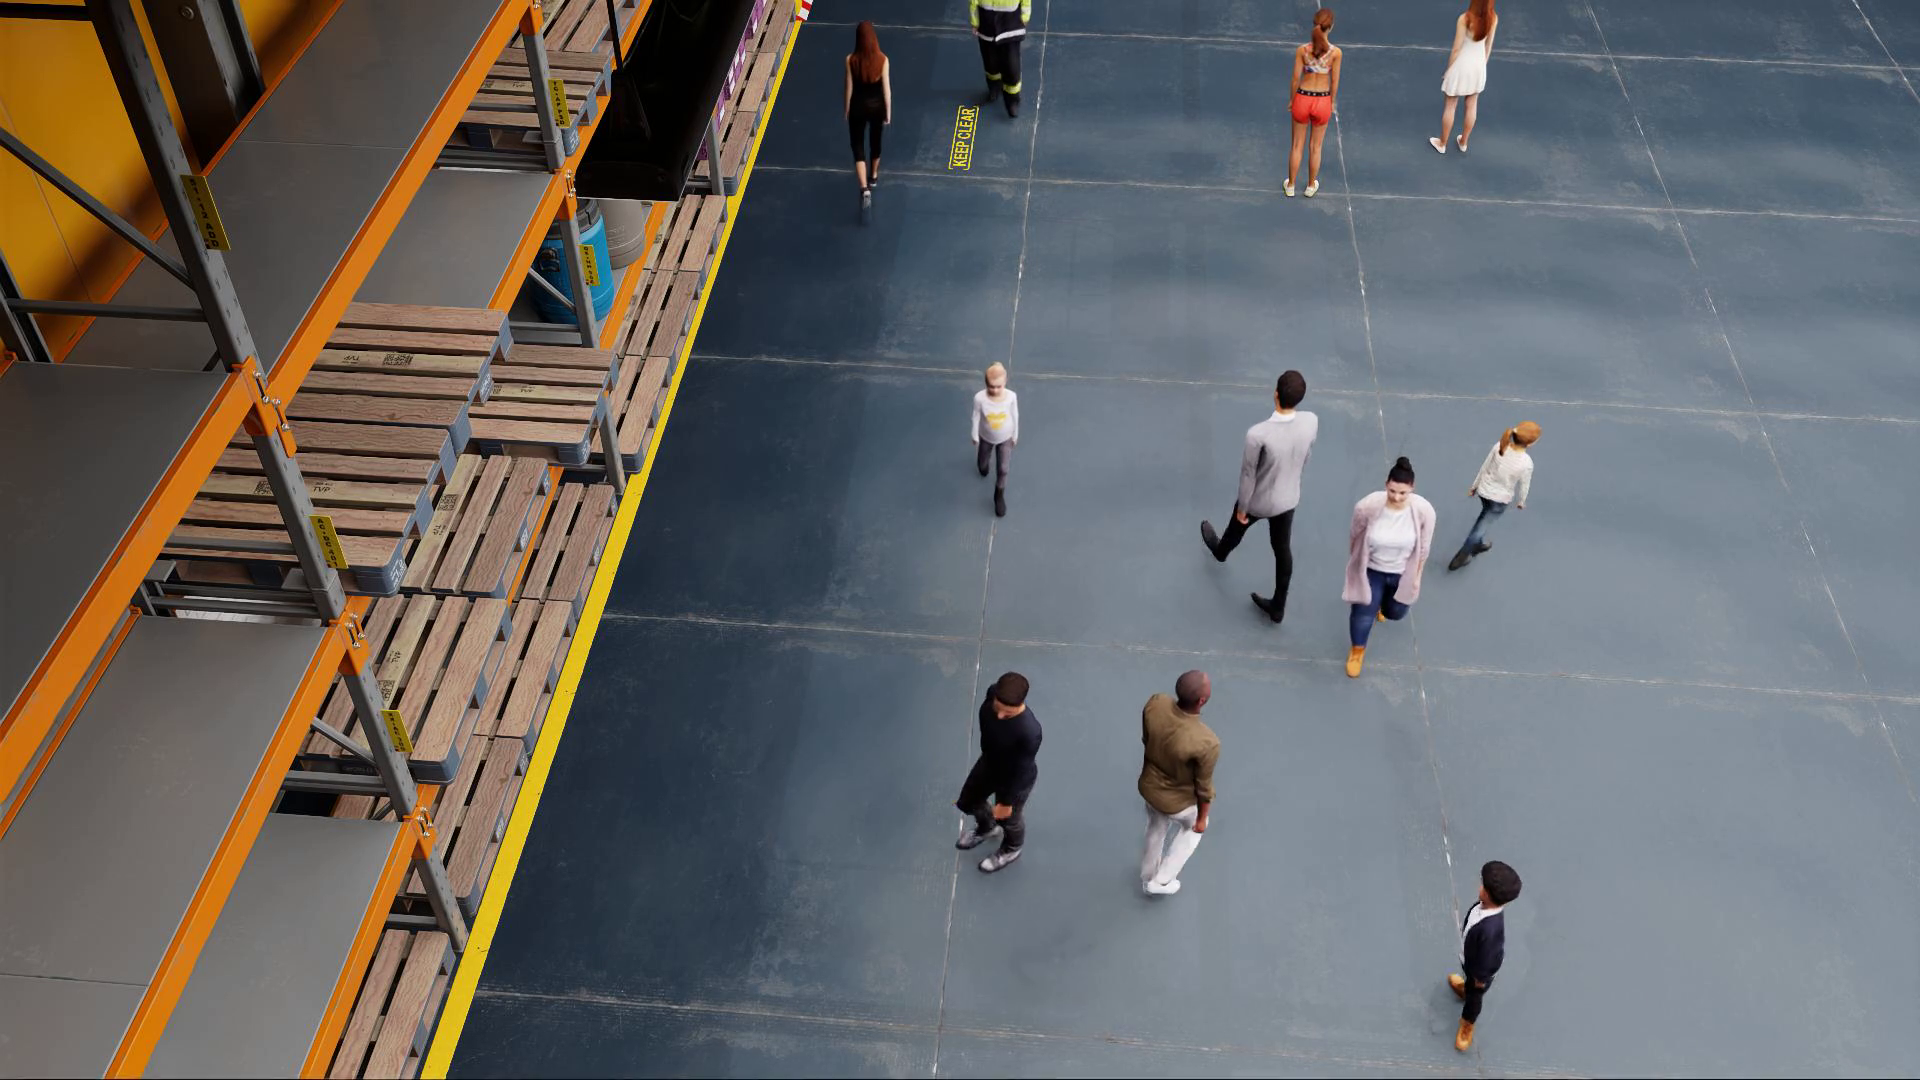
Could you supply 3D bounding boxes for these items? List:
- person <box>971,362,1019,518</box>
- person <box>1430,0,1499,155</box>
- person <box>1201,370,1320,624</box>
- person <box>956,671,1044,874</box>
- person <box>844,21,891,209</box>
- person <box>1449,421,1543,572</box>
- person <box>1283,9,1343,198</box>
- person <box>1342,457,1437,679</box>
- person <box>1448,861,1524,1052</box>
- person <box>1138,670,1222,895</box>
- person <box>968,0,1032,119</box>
[{"bbox_3d":[0.257,-0.804,12.173,0.551,1.265,0.791,-2,44,-2],"label":"person"},{"bbox_3d":[4.789,-4.457,15.683,0.601,1.712,0.591,-5,44,-6],"label":"person"},{"bbox_3d":[2.132,-0.227,11.127,1.131,1.872,1.345,-18,47,-18],"label":"person"},{"bbox_3d":[0.343,1.314,9.532,0.877,1.840,0.780,-19,47,-19],"label":"person"},{"bbox_3d":[-0.850,-3.827,15.029,0.691,1.702,1.092,-3,44,-3],"label":"person"},{"bbox_3d":[3.683,-0.287,11.614,0.689,1.288,0.745,33,53,30],"label":"person"},{"bbox_3d":[3.189,-3.937,15.082,0.600,1.787,0.573,9,44,9],"label":"person"},{"bbox_3d":[2.792,0.115,10.872,0.747,1.728,0.941,9,44,9],"label":"person"},{"bbox_3d":[2.842,2.263,8.993,0.729,1.210,0.468,1,44,1],"label":"person"},{"bbox_3d":[1.145,1.455,9.405,0.885,1.812,0.831,-31,52,-28],"label":"person"},{"bbox_3d":[0.388,-5.144,16.238,0.746,1.941,0.910,4,44,4],"label":"person"}]
